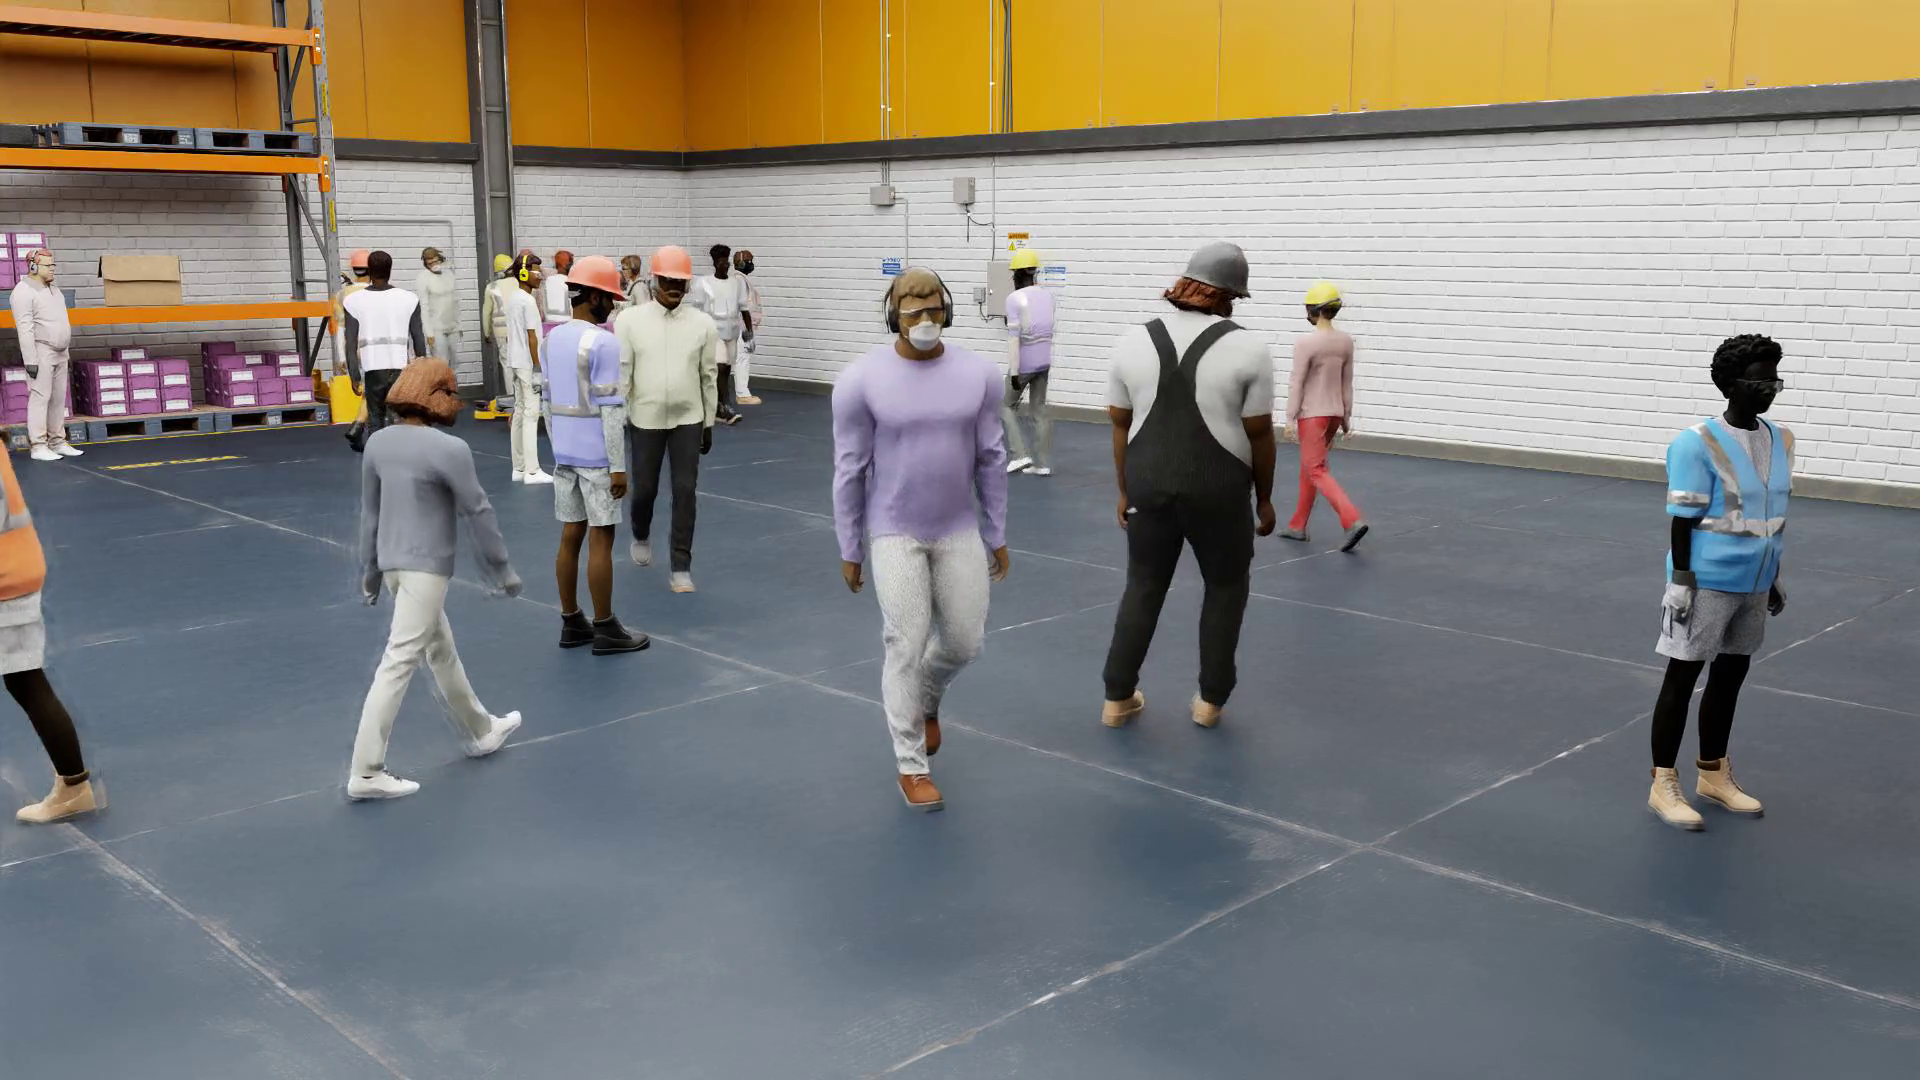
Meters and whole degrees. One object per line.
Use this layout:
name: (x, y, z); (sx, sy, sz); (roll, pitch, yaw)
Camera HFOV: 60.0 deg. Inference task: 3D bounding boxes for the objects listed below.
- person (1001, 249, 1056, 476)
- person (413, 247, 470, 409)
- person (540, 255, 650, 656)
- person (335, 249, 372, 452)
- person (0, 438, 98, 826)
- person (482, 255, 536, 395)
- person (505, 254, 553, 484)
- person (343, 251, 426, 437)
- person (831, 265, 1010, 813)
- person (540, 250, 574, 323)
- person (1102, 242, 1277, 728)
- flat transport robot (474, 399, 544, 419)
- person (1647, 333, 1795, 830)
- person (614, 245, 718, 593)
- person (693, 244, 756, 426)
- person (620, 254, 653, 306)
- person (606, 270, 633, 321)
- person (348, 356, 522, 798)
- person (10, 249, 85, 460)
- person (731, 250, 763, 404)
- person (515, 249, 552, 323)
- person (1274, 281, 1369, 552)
person: (0.556, -1.482, 13.997); (0.596, 1.909, 0.525); (-9, 14, -41)
person: (-5.972, -2.404, 19.082); (0.352, 1.895, 0.722); (4, 11, 20)
person: (-1.782, -0.407, 8.081); (0.547, 1.925, 0.391); (9, 14, 41)
person: (-5.611, -1.785, 15.665); (0.542, 1.900, 0.923); (2, 11, 10)
person: (-3.373, 0.172, 5.616); (0.769, 1.658, 0.580); (-4, 11, -22)
person: (-5.279, -2.429, 19.459); (0.606, 1.787, 0.732); (-6, 12, -29)
person: (-3.539, -1.395, 13.633); (0.333, 1.866, 0.515); (-7, 13, -35)
person: (-4.613, -1.372, 13.423); (0.593, 1.890, 0.735); (-2, 11, -13)
person: (-0.161, -0.021, 5.979); (0.638, 1.921, 0.574); (-4, 11, -19)
person: (-4.512, -2.375, 19.000); (0.579, 1.852, 0.862); (4, 11, 21)
person: (0.957, -0.233, 6.815); (0.696, 2.000, 0.541); (6, 12, 29)
flat transport robot: (-4.593, -1.479, 18.439); (1.431, 0.197, 0.652); (-1, 10, -4)
person: (2.628, 0.141, 5.713); (0.537, 1.695, 0.320); (-5, 11, -24)
person: (-1.702, -0.705, 9.592); (0.626, 1.971, 0.673); (-3, 11, -18)
person: (-2.476, -2.184, 17.784); (0.648, 1.909, 0.967); (-7, 13, -34)
person: (-3.574, -2.367, 19.103); (0.763, 1.809, 0.571); (-1, 10, -4)
person: (-3.854, -2.221, 18.780); (0.415, 1.624, 0.533); (-9, 14, -41)
person: (-1.950, 0.115, 6.146); (0.520, 1.571, 0.878); (7, 12, 33)
person: (-8.257, -1.670, 15.060); (0.401, 1.900, 0.636); (0, 10, -1)
person: (-2.589, -2.554, 20.019); (0.429, 1.844, 0.625); (-2, 11, -10)
person: (-5.095, -2.508, 19.760); (0.675, 1.852, 0.830); (2, 11, 10)
person: (2.366, -0.804, 10.754); (0.529, 1.734, 0.816); (-8, 13, -37)
